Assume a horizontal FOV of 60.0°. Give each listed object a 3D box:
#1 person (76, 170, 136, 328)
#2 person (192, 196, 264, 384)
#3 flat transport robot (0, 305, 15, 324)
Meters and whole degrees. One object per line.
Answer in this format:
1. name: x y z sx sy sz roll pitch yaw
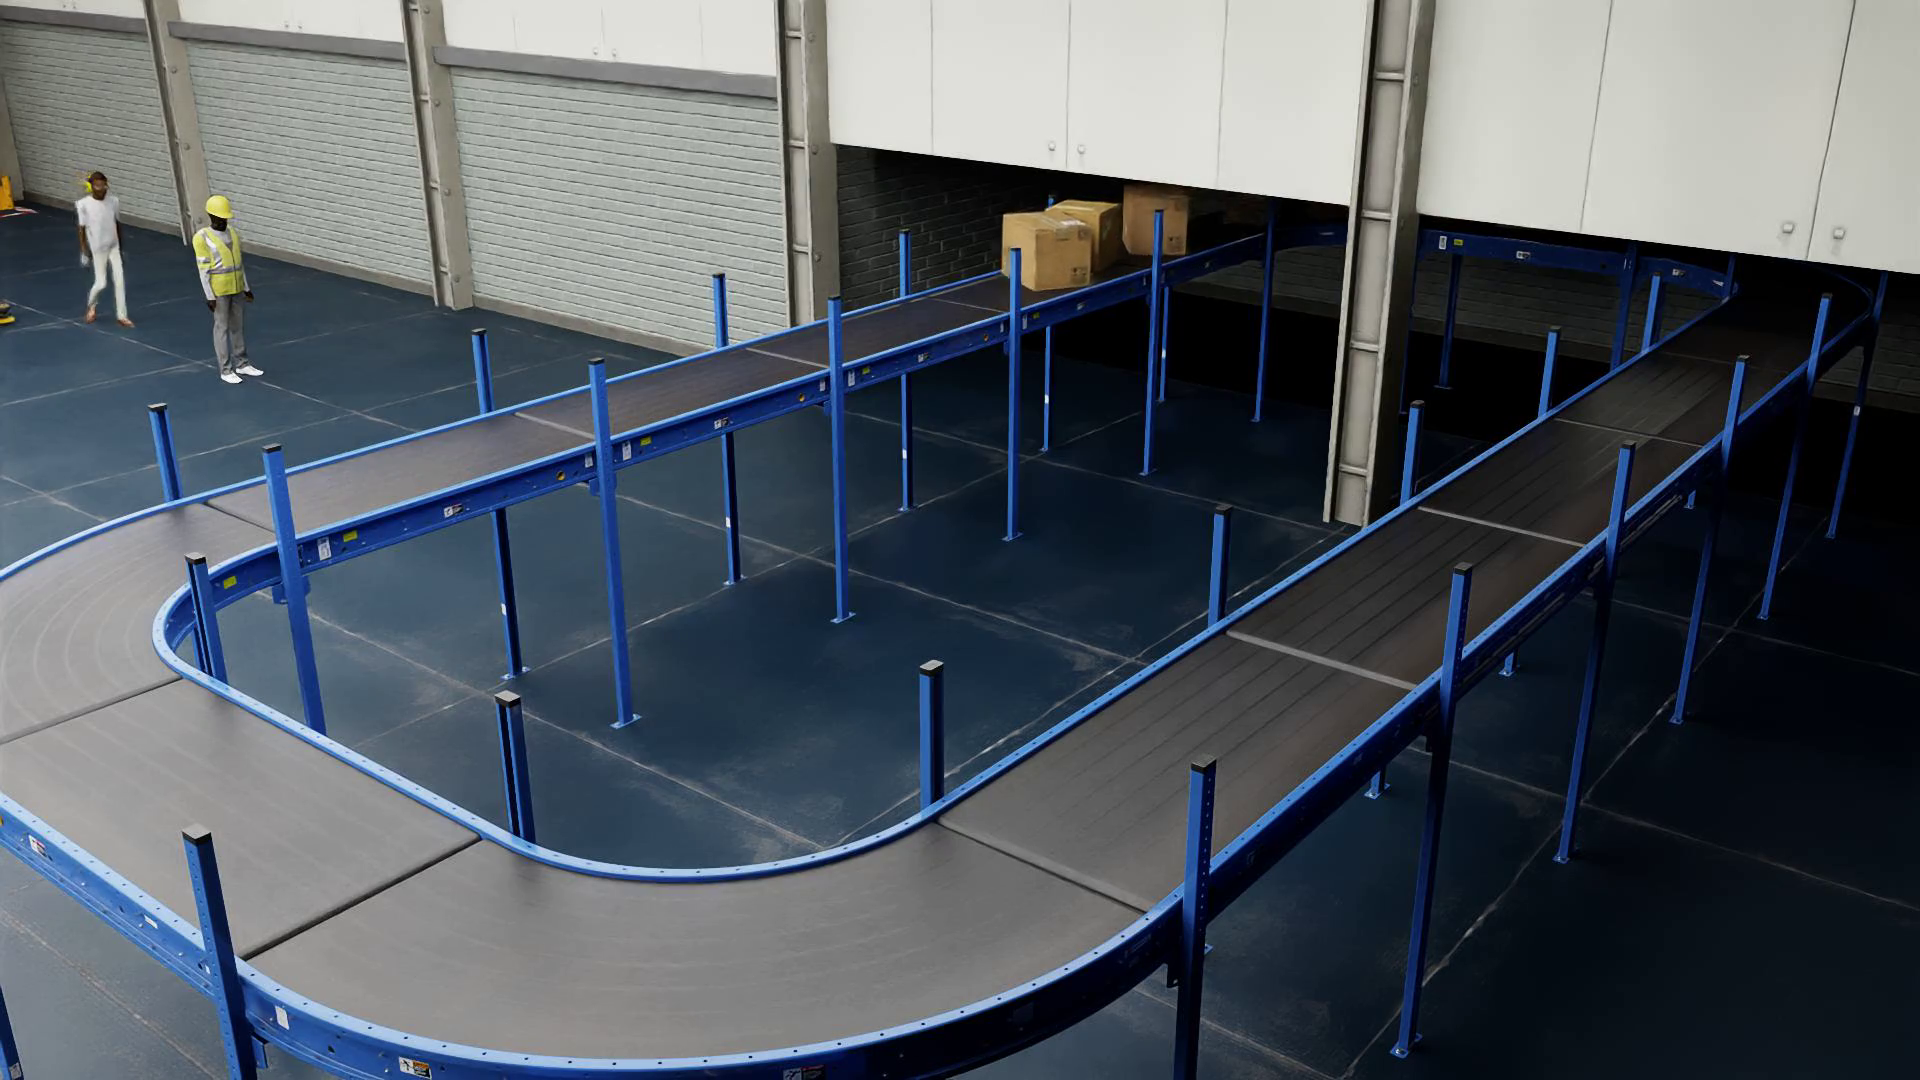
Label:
1. person: -9.963 -3.374 19.270 0.652 1.839 0.531 15 26 33
2. person: -7.547 -2.589 17.154 0.382 1.917 0.585 8 23 19
3. flat transport robot: -11.831 -2.747 19.767 0.652 0.197 1.431 -20 29 -41
